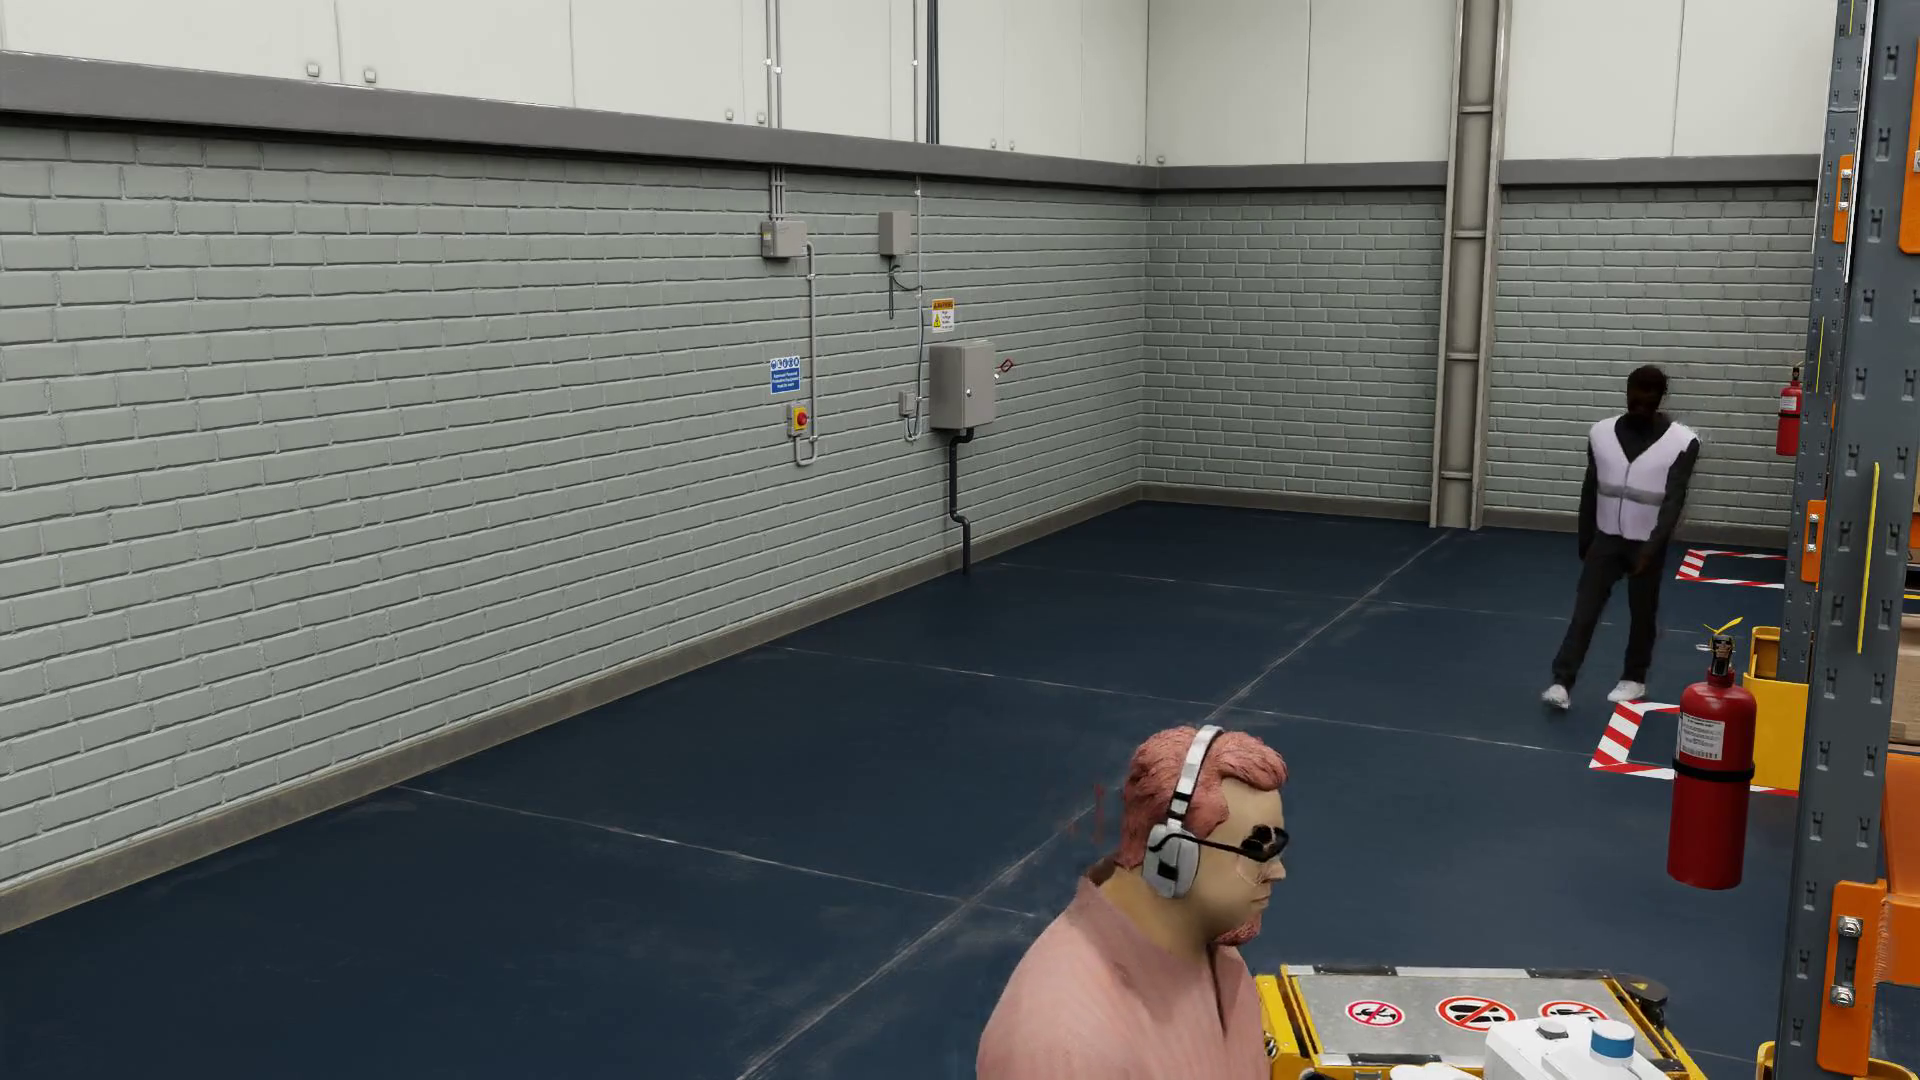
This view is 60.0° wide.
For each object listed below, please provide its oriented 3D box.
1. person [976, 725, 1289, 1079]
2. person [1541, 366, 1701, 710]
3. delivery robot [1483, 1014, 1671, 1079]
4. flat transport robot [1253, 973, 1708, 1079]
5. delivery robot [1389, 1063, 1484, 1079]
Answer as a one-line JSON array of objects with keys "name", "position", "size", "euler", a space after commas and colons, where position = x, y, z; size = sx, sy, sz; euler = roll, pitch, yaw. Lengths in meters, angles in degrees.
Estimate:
[{"name": "person", "position": [0.261, 1.173, 2.378], "size": [1.048, 1.839, 0.685], "euler": [7, 12, 32]}, {"name": "person", "position": [3.486, 0.015, 8.695], "size": [0.629, 1.844, 0.976], "euler": [10, 14, 42]}, {"name": "delivery robot", "position": [1.618, 1.446, 4.157], "size": [0.477, 0.478, 0.707], "euler": [-2, 11, -12]}, {"name": "flat transport robot", "position": [1.444, 1.494, 4.926], "size": [1.431, 0.197, 0.652], "euler": [0, 10, 2]}, {"name": "delivery robot", "position": [1.055, 1.487, 3.933], "size": [0.707, 0.478, 0.477], "euler": [-10, 14, -43]}]
